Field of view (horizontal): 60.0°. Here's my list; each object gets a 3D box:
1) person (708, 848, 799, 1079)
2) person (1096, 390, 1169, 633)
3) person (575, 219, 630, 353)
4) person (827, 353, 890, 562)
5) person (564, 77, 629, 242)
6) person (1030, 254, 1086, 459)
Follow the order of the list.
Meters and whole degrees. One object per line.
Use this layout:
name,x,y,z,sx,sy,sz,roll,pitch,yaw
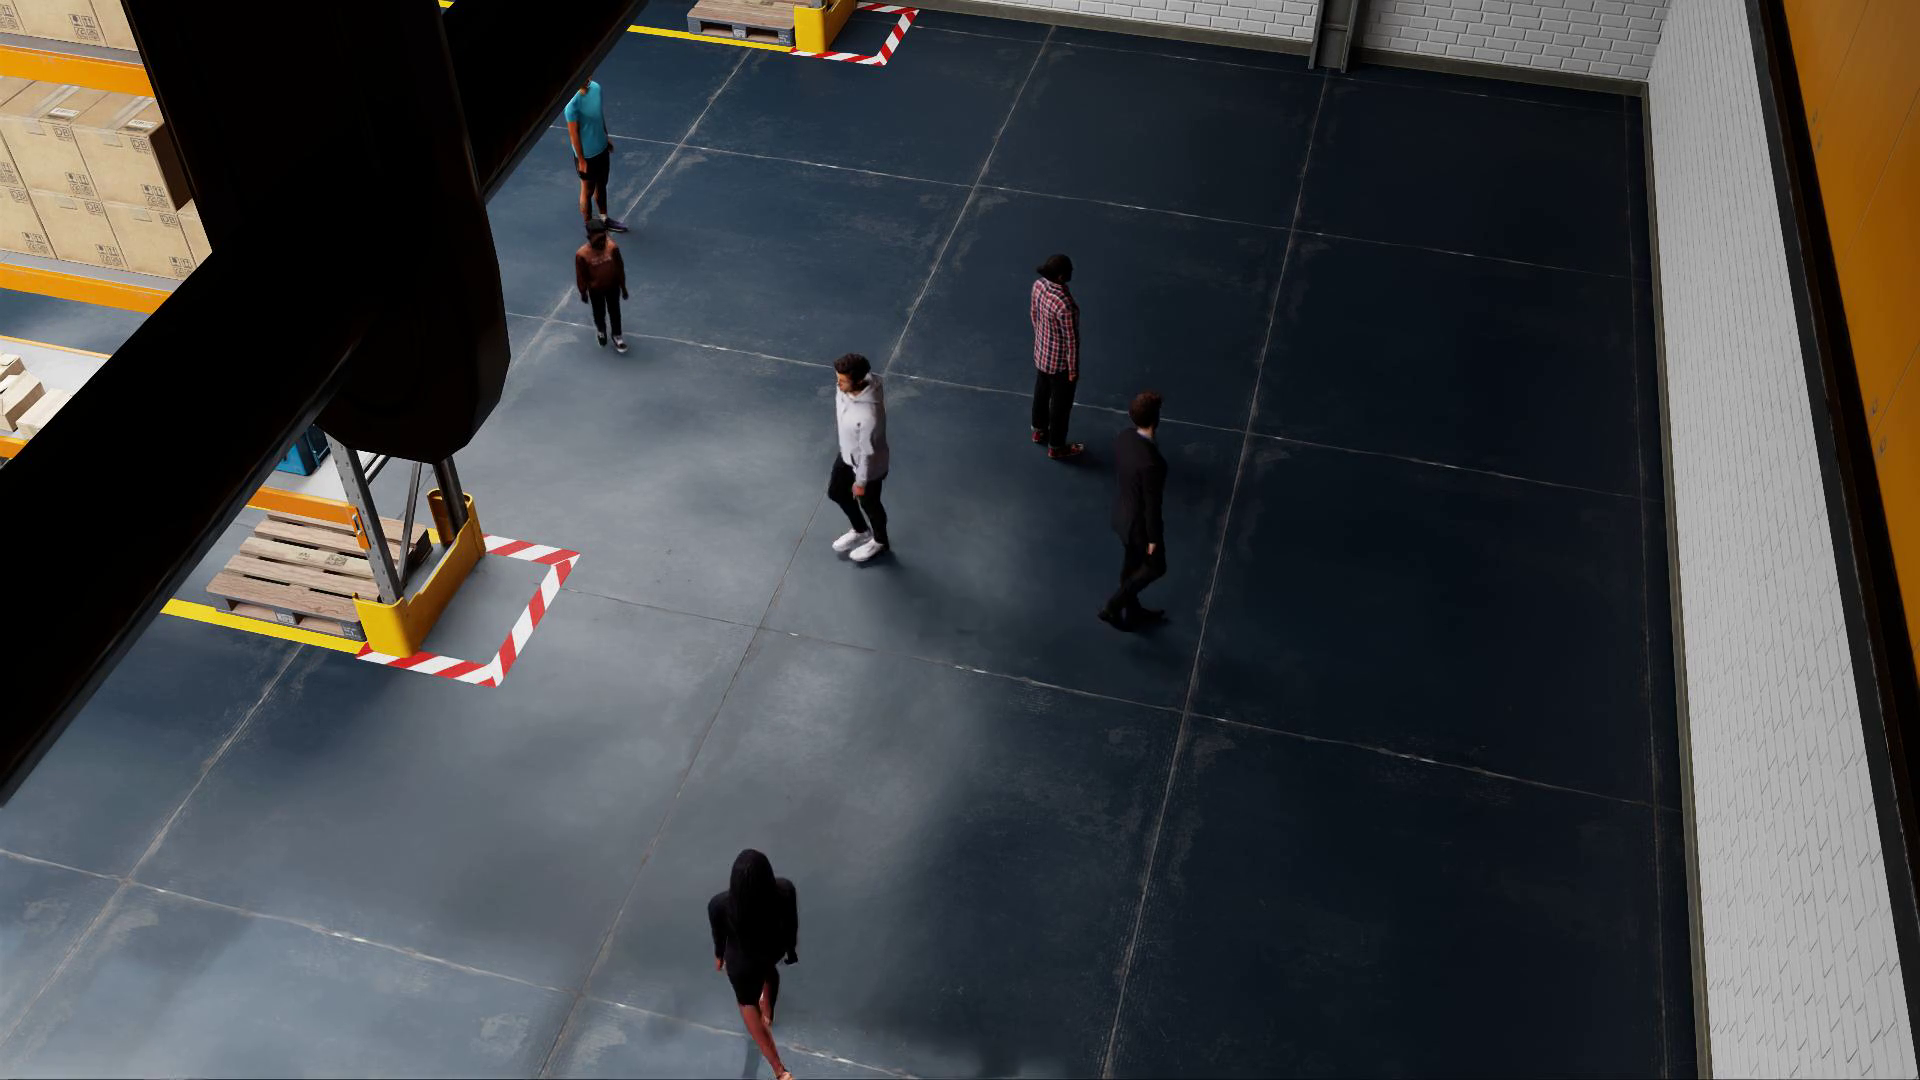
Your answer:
person,-1.038,2.234,8.702,1.040,1.694,1.062,-17,46,-17
person,1.113,-0.129,11.061,0.975,1.861,0.922,-10,45,-10
person,-2.919,-2.108,13.584,0.657,1.247,0.721,-19,47,-19
person,-0.578,-0.586,11.510,0.878,1.904,0.822,-19,47,-19
person,-3.257,-3.440,14.599,0.569,1.777,0.651,18,46,18
person,0.722,-1.392,12.460,0.838,1.760,0.772,-23,48,-22
